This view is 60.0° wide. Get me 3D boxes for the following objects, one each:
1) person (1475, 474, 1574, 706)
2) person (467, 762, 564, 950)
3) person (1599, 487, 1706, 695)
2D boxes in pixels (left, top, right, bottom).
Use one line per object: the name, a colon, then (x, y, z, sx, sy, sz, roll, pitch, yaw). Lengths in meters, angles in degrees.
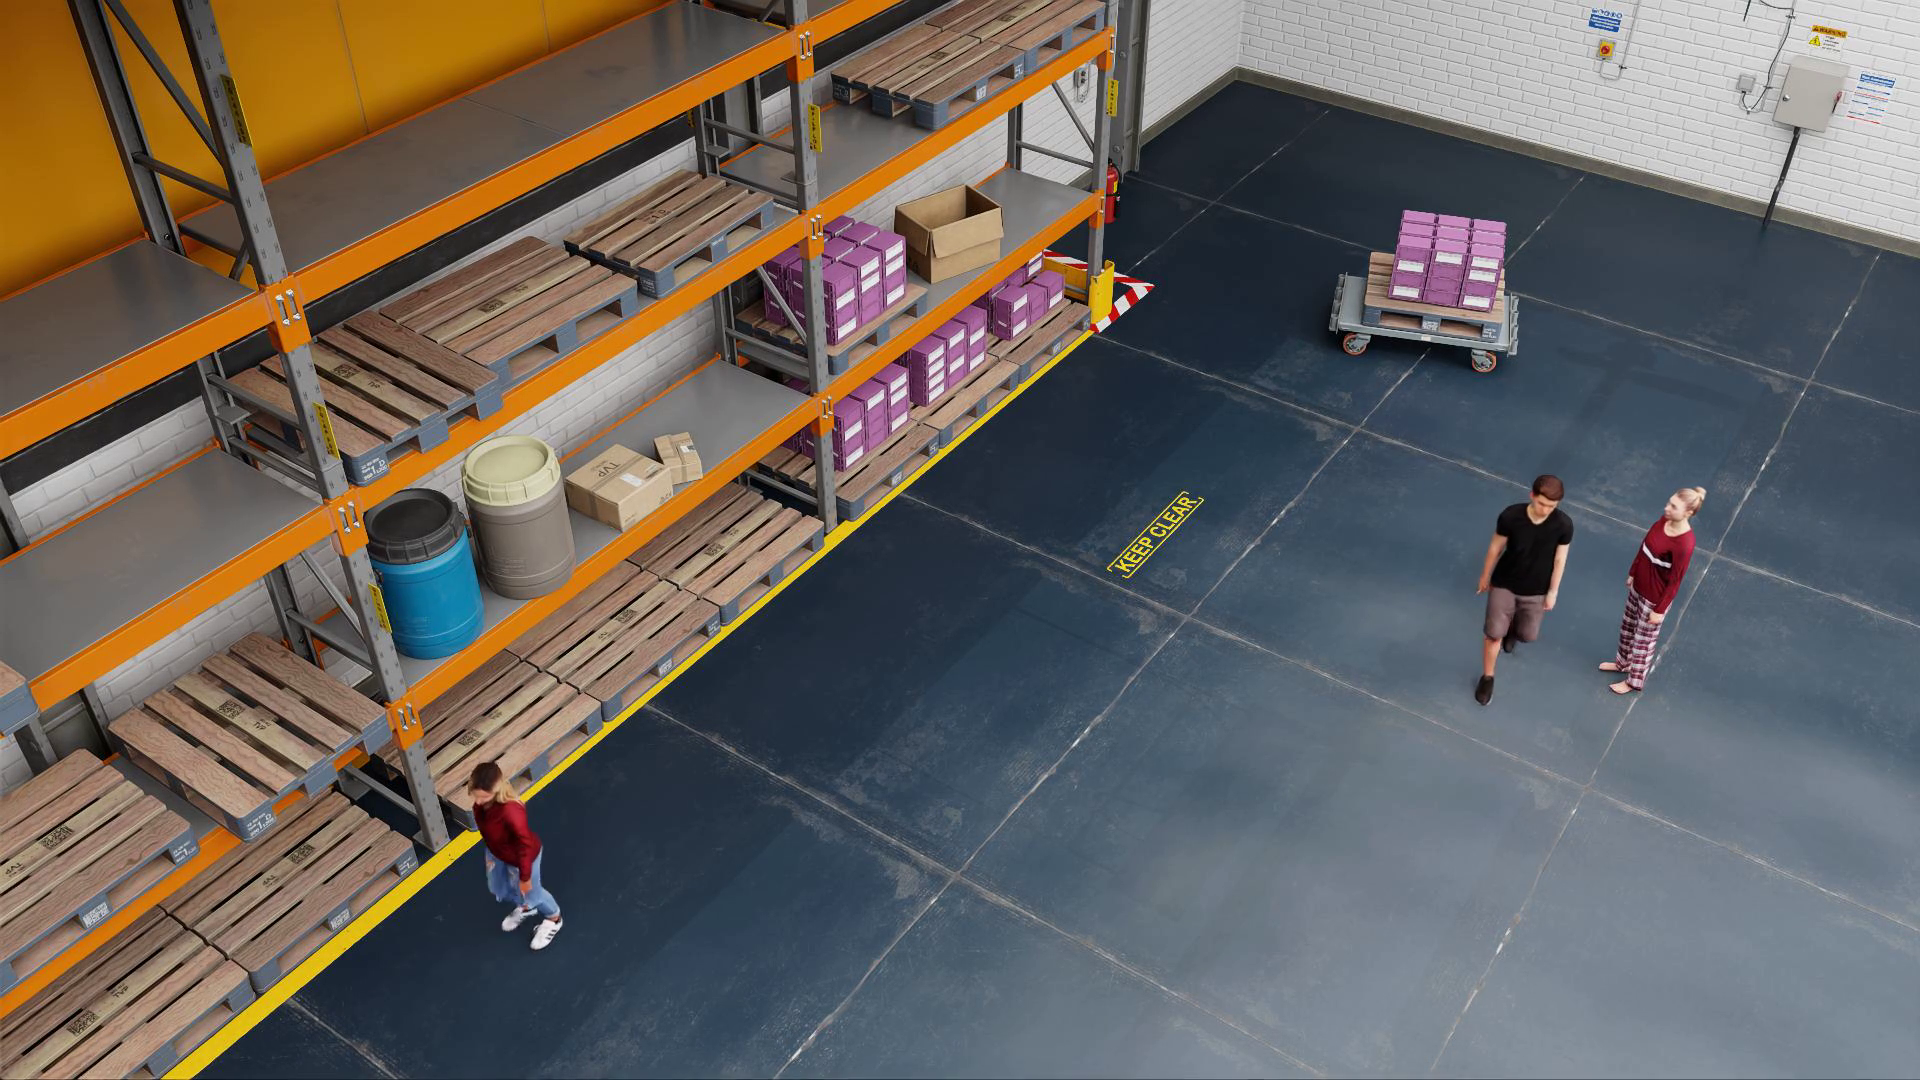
person: (3.827, 0.248, 11.303, 0.865, 1.841, 1.090, 13, 40, 15)
person: (-2.539, 1.775, 9.587, 0.637, 1.596, 0.658, -24, 45, -27)
person: (4.715, 0.335, 11.317, 0.736, 1.689, 0.652, -3, 39, -4)
